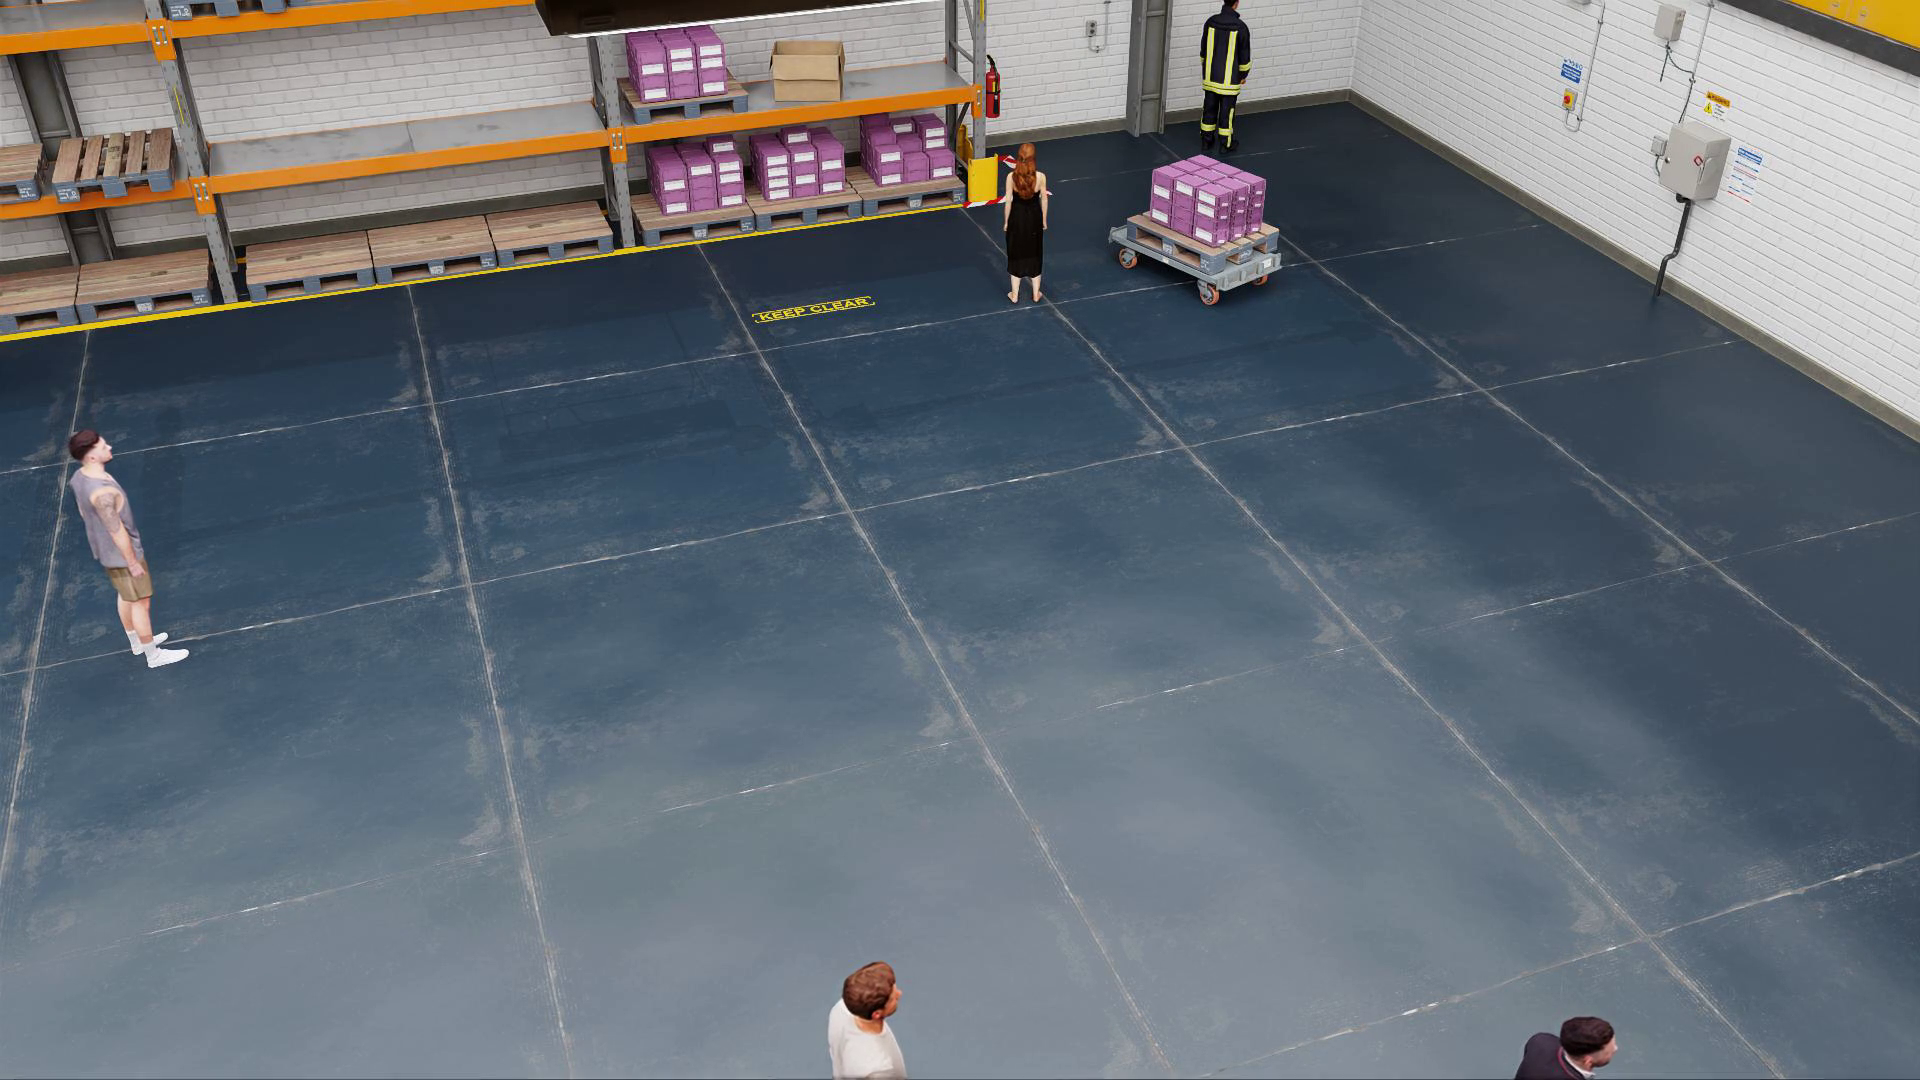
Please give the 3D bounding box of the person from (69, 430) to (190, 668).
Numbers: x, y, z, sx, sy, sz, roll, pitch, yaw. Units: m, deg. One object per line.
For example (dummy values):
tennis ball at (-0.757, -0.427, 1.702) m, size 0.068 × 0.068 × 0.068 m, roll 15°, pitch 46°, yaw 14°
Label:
person at (-5.748, 0.057, 11.374) m, size 0.713 × 1.844 × 0.715 m, roll 28°, pitch 43°, yaw 35°

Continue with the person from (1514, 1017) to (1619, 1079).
person at (2.556, 2.721, 7.304) m, size 0.613 × 1.842 × 0.708 m, roll -4°, pitch 34°, yaw -6°

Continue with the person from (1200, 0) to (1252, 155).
person at (3.117, -5.567, 19.697) m, size 0.897 × 1.926 × 0.917 m, roll 20°, pitch 38°, yaw 27°

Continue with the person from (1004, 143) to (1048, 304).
person at (0.634, -3.097, 16.254) m, size 0.592 × 1.624 × 0.706 m, roll -2°, pitch 34°, yaw -3°

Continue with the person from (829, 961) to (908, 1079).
person at (-0.399, 2.593, 7.442) m, size 0.582 × 1.902 × 0.688 m, roll -15°, pitch 36°, yaw -21°
